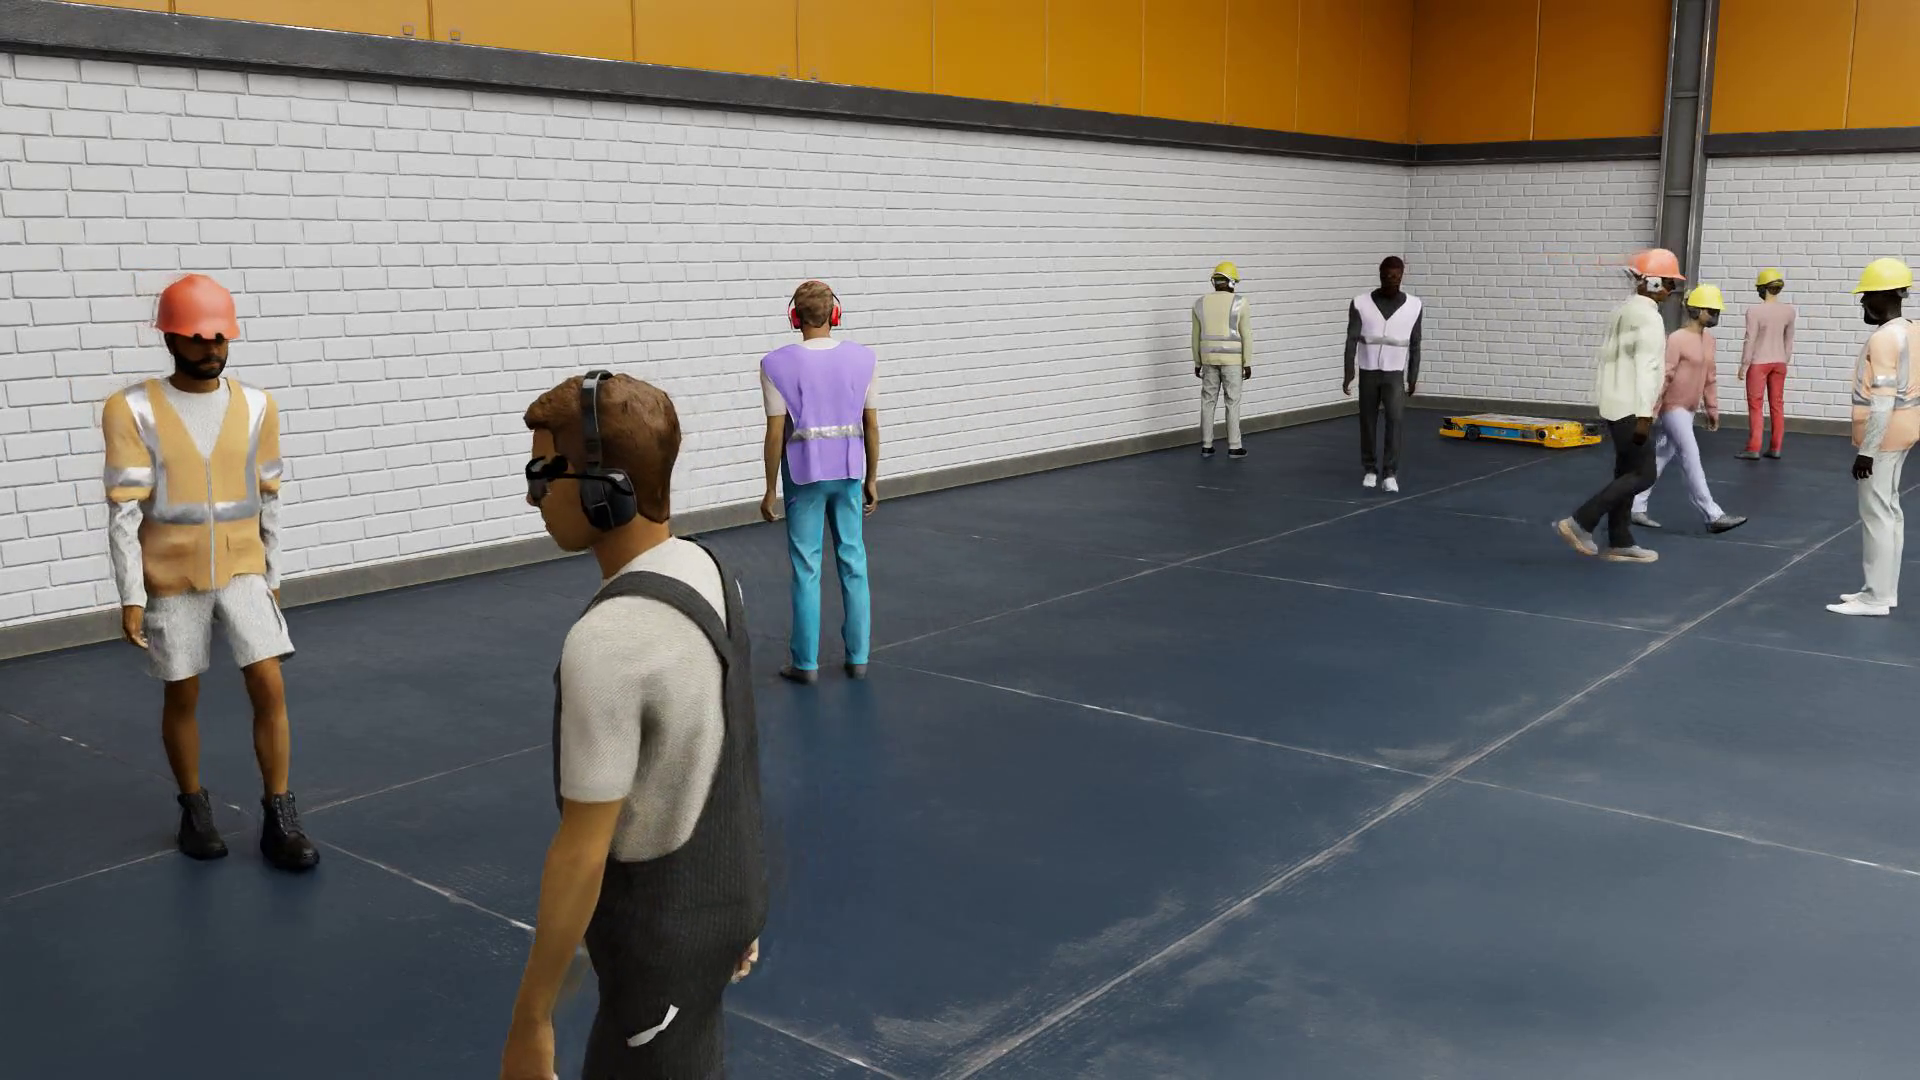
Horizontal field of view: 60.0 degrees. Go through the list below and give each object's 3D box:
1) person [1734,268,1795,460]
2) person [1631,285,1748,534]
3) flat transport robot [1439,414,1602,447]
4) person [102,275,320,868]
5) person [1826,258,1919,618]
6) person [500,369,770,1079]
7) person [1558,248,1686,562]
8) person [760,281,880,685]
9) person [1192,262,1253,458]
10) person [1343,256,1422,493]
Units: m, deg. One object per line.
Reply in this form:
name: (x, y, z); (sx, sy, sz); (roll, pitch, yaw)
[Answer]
person: (7.420, -1.616, 15.352); (0.533, 1.765, 0.330); (-3, 11, -15)
person: (5.041, -0.889, 11.451); (0.542, 1.703, 0.929); (-8, 13, -39)
flat transport robot: (5.606, -1.110, 16.683); (0.652, 0.197, 1.431); (-8, 13, -38)
person: (-2.377, 0.131, 5.278); (0.571, 1.908, 0.772); (-8, 13, -38)
person: (4.939, -0.544, 8.968); (0.386, 1.922, 0.594); (9, 13, 40)
person: (-0.611, 0.643, 2.665); (0.762, 1.820, 0.542); (1, 10, 7)
person: (4.124, -0.813, 10.315); (0.615, 1.971, 0.657); (1, 10, 3)
person: (-0.628, -0.249, 7.576); (0.563, 1.837, 0.388); (-4, 11, -23)
person: (2.452, -1.672, 15.501); (0.588, 1.822, 0.403); (6, 12, 30)
person: (3.396, -1.323, 13.392); (0.608, 1.882, 0.857); (2, 10, 12)
